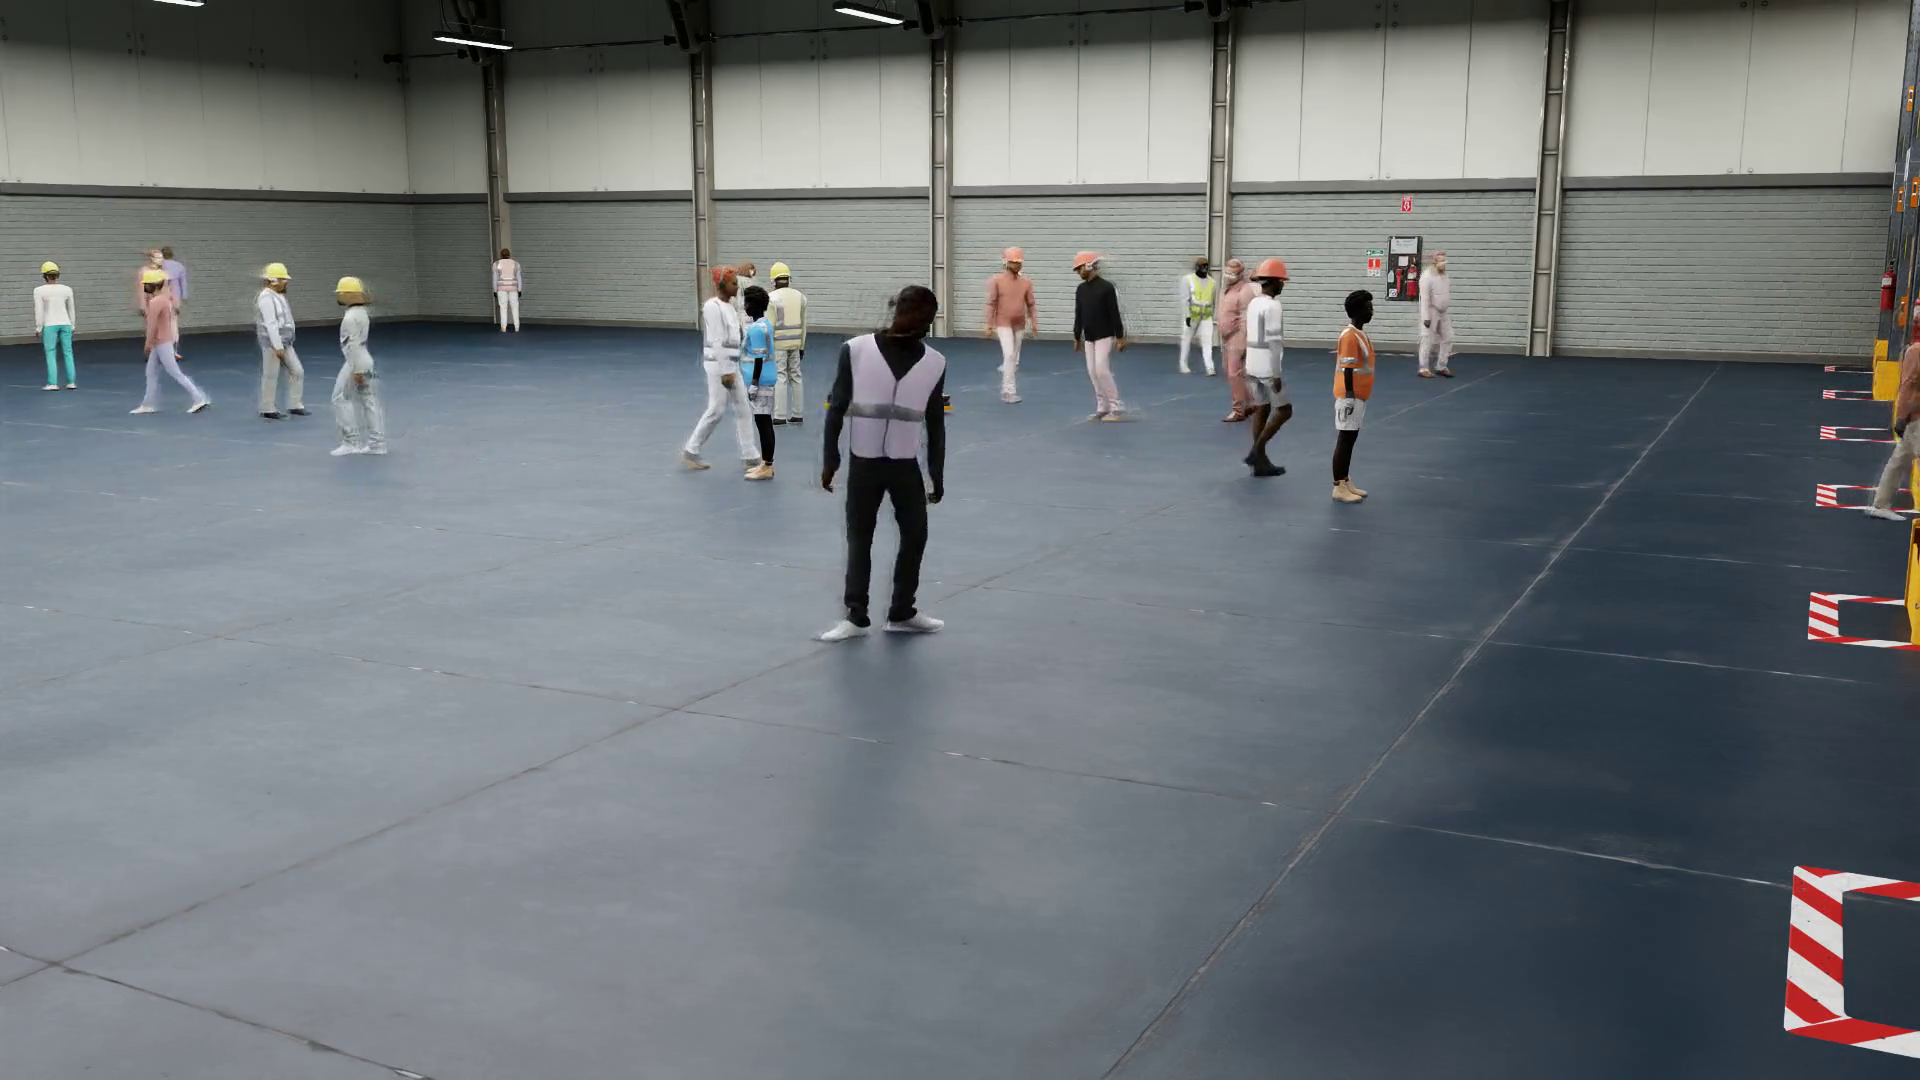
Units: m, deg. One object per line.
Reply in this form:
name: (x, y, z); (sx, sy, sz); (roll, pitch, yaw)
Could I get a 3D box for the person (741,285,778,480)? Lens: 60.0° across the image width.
person: (-1.757, -1.372, 14.551); (0.318, 1.698, 0.533); (0, 10, -1)

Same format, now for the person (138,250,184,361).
person: (-13.354, -3.922, 27.951); (0.863, 1.872, 0.680); (2, 11, 11)

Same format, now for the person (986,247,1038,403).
person: (0.720, -2.706, 21.074); (0.654, 1.964, 0.837); (-5, 12, -27)

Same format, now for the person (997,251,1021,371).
person: (0.787, -3.605, 26.223); (0.355, 1.883, 0.574); (3, 11, 17)

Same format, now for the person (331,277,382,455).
person: (-5.921, -1.678, 16.144); (0.589, 1.725, 0.492); (0, 10, 1)

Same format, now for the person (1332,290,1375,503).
person: (3.164, -1.153, 13.360); (0.317, 1.695, 0.540); (4, 11, 22)

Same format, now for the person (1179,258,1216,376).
person: (3.642, -3.416, 25.461); (0.617, 1.798, 0.980); (-3, 11, -15)

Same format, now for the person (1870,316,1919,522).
person: (7.127, -0.888, 12.158); (0.541, 1.591, 0.831); (-9, 14, -40)

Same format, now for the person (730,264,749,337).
person: (-4.159, -4.242, 30.432); (0.807, 1.599, 0.541); (0, 10, -1)

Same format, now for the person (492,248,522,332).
person: (-10.037, -5.536, 36.869); (0.633, 1.839, 0.429); (-5, 11, -25)

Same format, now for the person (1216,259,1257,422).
person: (3.229, -2.276, 19.028); (0.642, 1.868, 0.708); (-3, 11, -15)

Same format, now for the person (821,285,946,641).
person: (-0.429, -0.395, 8.761); (0.718, 1.875, 0.384); (-3, 11, -18)

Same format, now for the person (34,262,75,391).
person: (-12.469, -2.938, 22.914); (0.337, 1.760, 0.552); (8, 13, 36)

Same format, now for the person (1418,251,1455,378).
person: (7.157, -3.351, 24.817); (0.681, 1.885, 0.645); (-8, 13, -38)

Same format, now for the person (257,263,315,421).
person: (-7.745, -2.262, 19.089); (0.690, 1.803, 0.615); (-1, 10, -3)

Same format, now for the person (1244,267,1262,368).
person: (4.715, -3.545, 26.614); (0.298, 1.623, 0.506); (-9, 14, -42)

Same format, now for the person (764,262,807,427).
person: (-1.975, -2.171, 18.545); (0.403, 1.827, 0.599); (9, 14, 41)

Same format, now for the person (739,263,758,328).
person: (-4.142, -4.558, 32.189); (0.746, 1.609, 0.509); (9, 13, 39)

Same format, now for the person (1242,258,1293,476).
person: (2.712, -1.507, 14.639); (0.379, 1.930, 0.566); (-3, 11, -14)

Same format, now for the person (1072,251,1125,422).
person: (1.547, -2.324, 19.047); (0.484, 1.951, 0.660); (-7, 12, -33)

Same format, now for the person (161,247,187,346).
person: (-15.415, -4.726, 32.317); (0.990, 1.893, 0.636); (9, 14, 41)

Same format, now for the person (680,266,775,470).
person: (-2.147, -1.548, 15.089); (0.828, 1.857, 0.580); (3, 11, 16)

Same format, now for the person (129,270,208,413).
person: (-9.499, -2.358, 19.871); (0.881, 1.731, 0.535); (-3, 11, -15)

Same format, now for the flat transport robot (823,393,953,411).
flat transport robot: (-0.865, -1.662, 20.021); (1.431, 0.197, 0.652); (5, 12, 26)
